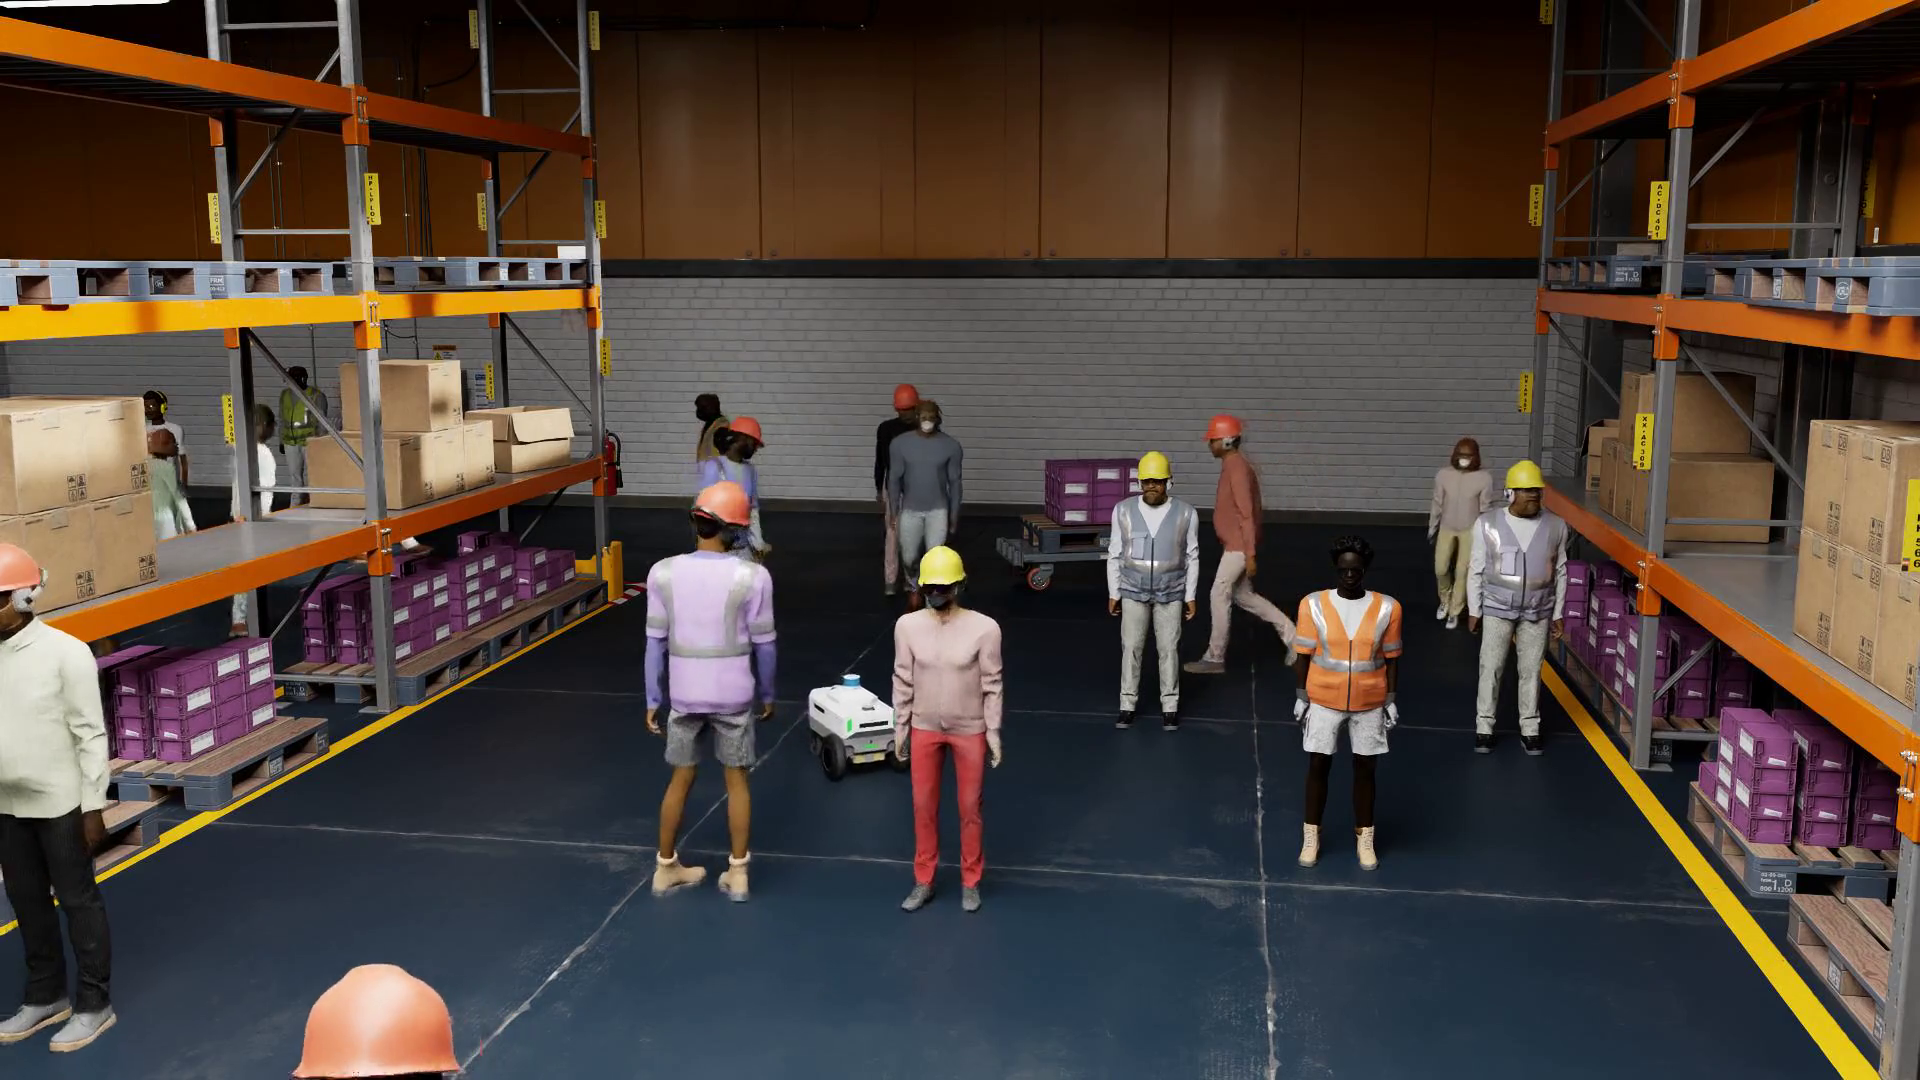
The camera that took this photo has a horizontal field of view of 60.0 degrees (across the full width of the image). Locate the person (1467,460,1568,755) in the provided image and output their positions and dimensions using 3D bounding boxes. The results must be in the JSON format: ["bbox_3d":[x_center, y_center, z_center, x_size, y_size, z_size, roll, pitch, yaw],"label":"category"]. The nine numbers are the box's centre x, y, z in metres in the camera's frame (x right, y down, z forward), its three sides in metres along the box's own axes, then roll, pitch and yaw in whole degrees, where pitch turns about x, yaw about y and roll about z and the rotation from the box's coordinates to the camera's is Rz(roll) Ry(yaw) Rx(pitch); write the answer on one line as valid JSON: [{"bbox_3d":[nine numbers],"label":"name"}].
[{"bbox_3d":[3.441,0.420,10.281,0.600,1.836,0.404,1,9,9],"label":"person"}]

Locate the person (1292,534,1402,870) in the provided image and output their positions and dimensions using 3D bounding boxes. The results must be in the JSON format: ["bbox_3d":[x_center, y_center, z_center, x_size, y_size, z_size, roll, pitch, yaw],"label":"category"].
[{"bbox_3d":[1.931,0.808,8.322,0.541,1.696,0.315,1,9,9],"label":"person"}]

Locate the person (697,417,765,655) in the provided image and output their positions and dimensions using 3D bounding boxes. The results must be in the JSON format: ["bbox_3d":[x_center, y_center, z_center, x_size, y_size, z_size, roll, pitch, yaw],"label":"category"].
[{"bbox_3d":[-1.745,0.021,12.618,0.389,1.888,0.662,7,12,38],"label":"person"}]

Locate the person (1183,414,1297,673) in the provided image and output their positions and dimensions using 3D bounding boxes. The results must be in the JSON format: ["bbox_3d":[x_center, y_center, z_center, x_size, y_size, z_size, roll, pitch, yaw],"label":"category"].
[{"bbox_3d":[2.152,0.035,12.330,0.885,1.956,0.633,1,9,5],"label":"person"}]

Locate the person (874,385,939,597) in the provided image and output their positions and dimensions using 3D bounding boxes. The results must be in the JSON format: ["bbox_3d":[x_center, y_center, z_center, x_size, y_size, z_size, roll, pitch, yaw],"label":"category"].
[{"bbox_3d":[-0.492,-0.447,15.295,0.623,1.953,0.868,0,9,2],"label":"person"}]

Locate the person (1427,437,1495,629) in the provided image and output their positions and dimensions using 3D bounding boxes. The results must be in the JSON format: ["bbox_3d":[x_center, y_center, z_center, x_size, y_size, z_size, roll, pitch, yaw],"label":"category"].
[{"bbox_3d":[4.172,-0.059,13.890,0.521,1.615,0.356,4,10,25],"label":"person"}]

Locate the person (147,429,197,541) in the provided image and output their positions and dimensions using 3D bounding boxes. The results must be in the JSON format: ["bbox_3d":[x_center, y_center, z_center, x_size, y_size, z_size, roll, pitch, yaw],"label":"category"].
[{"bbox_3d":[-6.901,-0.171,14.601,0.498,1.609,0.728,8,12,42],"label":"person"}]

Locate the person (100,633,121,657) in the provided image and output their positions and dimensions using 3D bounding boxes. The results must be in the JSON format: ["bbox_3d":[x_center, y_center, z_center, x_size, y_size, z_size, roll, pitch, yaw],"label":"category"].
[{"bbox_3d":[-5.762,0.314,10.783,0.542,1.903,0.880,3,10,19],"label":"person"}]

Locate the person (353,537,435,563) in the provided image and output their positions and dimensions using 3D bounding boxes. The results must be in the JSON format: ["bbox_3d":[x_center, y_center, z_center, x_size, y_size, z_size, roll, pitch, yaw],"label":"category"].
[{"bbox_3d":[-5.837,-0.677,17.032,0.887,1.846,0.578,-2,9,-12],"label":"person"}]

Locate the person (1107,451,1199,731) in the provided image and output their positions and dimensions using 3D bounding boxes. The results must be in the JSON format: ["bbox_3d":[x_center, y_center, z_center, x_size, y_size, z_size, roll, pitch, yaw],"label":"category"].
[{"bbox_3d":[1.252,0.333,10.836,0.600,1.831,0.404,1,9,9],"label":"person"}]

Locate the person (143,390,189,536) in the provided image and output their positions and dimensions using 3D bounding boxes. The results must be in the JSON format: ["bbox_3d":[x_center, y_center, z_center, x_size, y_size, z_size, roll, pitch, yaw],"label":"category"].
[{"bbox_3d":[-7.565,-0.483,15.756,0.531,1.870,0.318,1,9,9],"label":"person"}]

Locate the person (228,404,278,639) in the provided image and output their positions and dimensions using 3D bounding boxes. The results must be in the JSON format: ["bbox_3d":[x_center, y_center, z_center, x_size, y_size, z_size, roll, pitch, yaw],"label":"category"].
[{"bbox_3d":[-5.812,-0.156,13.668,0.474,1.895,0.737,-3,10,-18],"label":"person"}]

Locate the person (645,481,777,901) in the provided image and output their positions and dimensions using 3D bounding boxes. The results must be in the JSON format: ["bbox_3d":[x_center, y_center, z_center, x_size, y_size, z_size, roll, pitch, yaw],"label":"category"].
[{"bbox_3d":[-1.170,0.726,7.881,0.622,2.010,0.439,2,9,13],"label":"person"}]

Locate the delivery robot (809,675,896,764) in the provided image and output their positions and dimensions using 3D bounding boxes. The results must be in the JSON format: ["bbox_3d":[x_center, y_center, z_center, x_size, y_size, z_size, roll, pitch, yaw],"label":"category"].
[{"bbox_3d":[-0.650,1.055,10.022,0.477,0.478,0.707,-4,10,-24],"label":"delivery robot"}]

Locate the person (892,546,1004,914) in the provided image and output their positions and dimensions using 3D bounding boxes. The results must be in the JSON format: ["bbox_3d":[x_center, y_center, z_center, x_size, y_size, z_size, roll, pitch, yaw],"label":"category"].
[{"bbox_3d":[-0.059,0.886,7.703,0.530,1.745,0.458,2,9,13],"label":"person"}]

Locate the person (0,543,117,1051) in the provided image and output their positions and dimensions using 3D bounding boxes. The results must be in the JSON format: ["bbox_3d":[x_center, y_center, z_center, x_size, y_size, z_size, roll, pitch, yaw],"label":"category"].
[{"bbox_3d":[-3.543,0.990,6.357,0.635,1.982,0.423,3,10,16],"label":"person"}]

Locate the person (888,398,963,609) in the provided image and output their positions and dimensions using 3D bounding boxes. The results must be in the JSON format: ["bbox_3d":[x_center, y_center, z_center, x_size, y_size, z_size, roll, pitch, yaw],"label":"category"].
[{"bbox_3d":[-0.291,-0.250,14.149,0.641,1.927,0.647,0,9,0],"label":"person"}]

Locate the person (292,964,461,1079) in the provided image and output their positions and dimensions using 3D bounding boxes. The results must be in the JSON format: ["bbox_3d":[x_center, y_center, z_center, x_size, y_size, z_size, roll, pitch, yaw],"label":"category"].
[{"bbox_3d":[-0.900,1.639,2.673,0.844,1.866,0.607,3,10,18],"label":"person"}]

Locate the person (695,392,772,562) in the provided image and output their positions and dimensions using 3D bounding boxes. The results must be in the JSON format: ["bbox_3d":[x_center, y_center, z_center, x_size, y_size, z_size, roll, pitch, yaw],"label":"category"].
[{"bbox_3d":[-2.302,-0.586,16.619,0.850,1.804,0.648,-3,10,-18],"label":"person"}]

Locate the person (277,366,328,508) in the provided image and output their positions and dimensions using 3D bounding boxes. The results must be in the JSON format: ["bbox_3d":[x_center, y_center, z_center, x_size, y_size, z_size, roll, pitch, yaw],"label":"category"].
[{"bbox_3d":[-7.994,-1.189,20.195,0.633,1.843,0.429,1,9,9],"label":"person"}]
